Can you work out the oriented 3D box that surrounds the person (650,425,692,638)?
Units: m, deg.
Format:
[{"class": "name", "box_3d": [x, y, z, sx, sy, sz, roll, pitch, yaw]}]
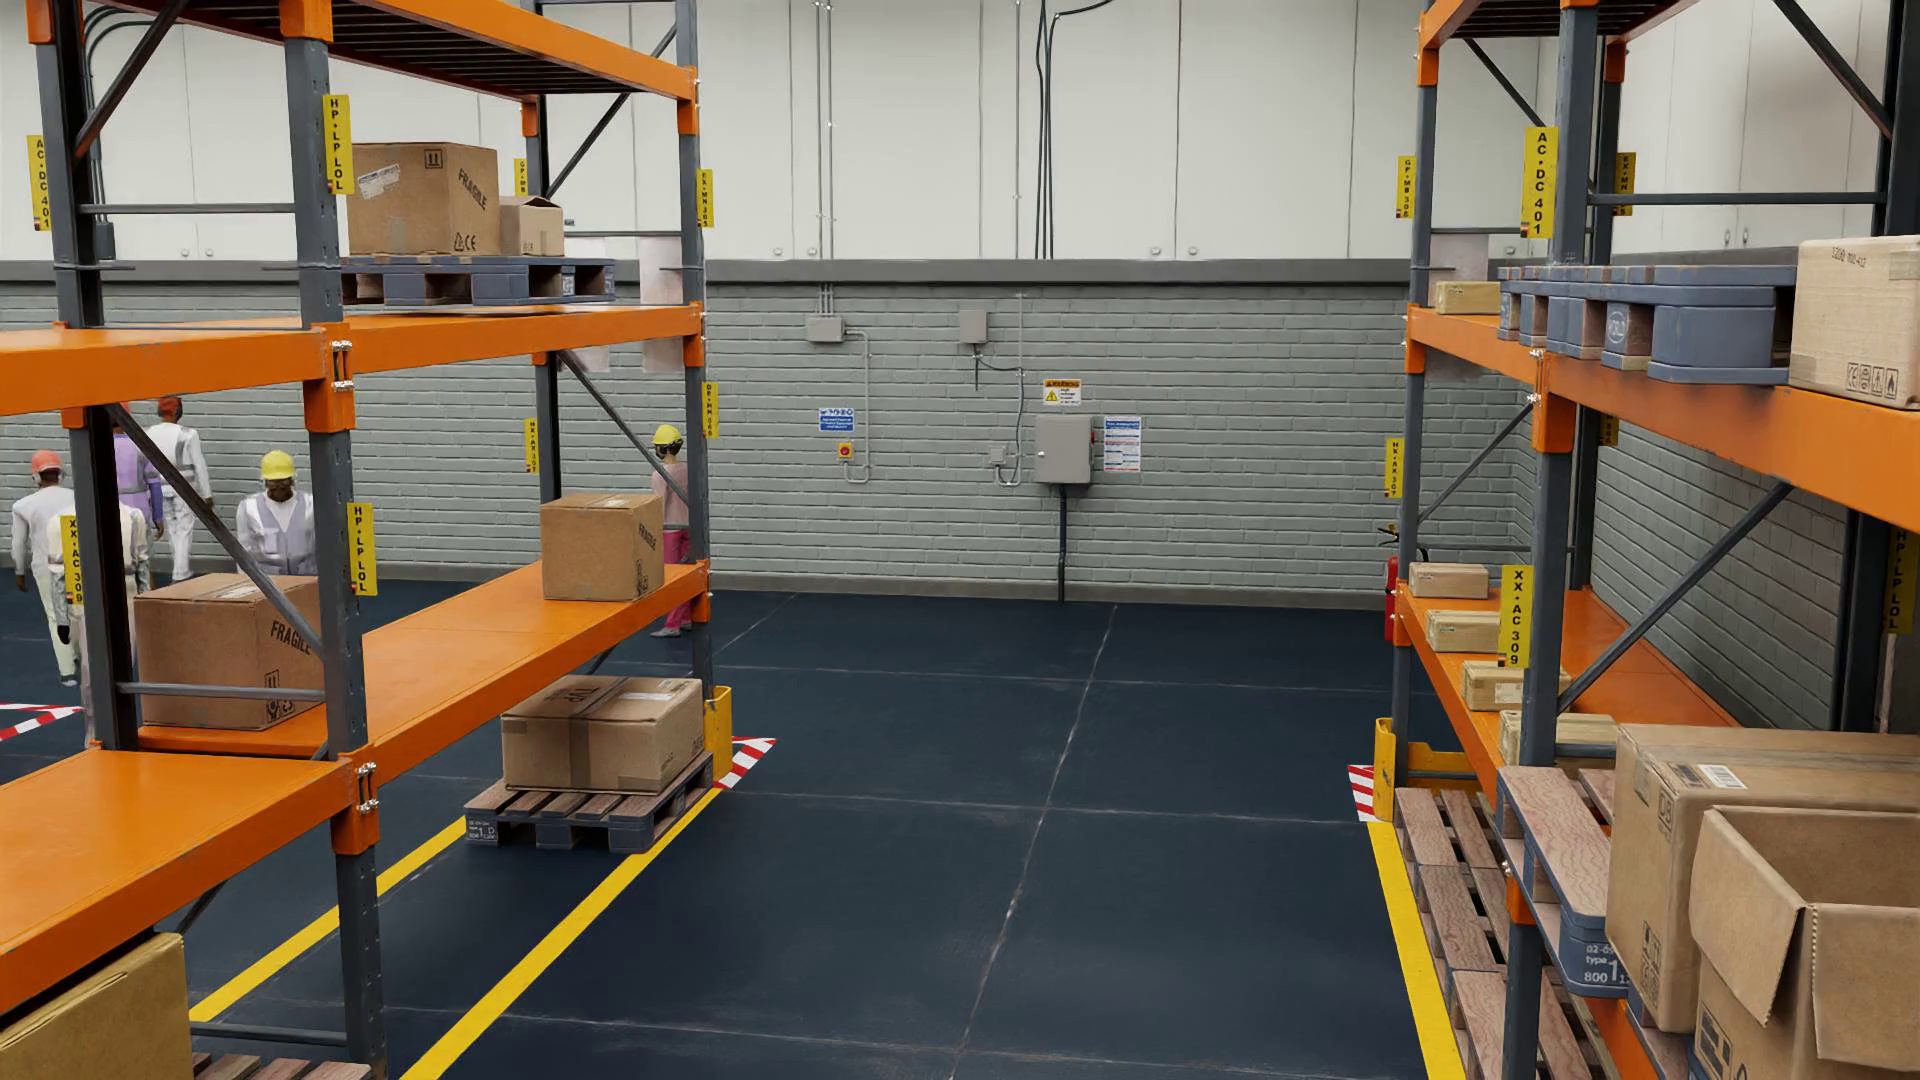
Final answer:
[{"class": "person", "box_3d": [-2.398, -0.072, 13.785, 0.308, 1.769, 0.525, 3, 10, 20]}]

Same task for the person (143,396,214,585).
[{"class": "person", "box_3d": [-7.458, -0.461, 15.852, 0.614, 1.883, 0.449, 1, 9, 4]}]

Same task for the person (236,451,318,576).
[{"class": "person", "box_3d": [-4.621, 0.287, 11.433, 0.609, 1.806, 0.623, -5, 10, -28]}]

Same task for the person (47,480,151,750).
[{"class": "person", "box_3d": [-5.323, 0.413, 10.343, 0.476, 1.916, 0.592, 7, 12, 38]}]

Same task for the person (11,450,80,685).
[{"class": "person", "box_3d": [-6.739, 0.185, 12.400, 0.569, 1.694, 0.912, -8, 12, -40]}]
